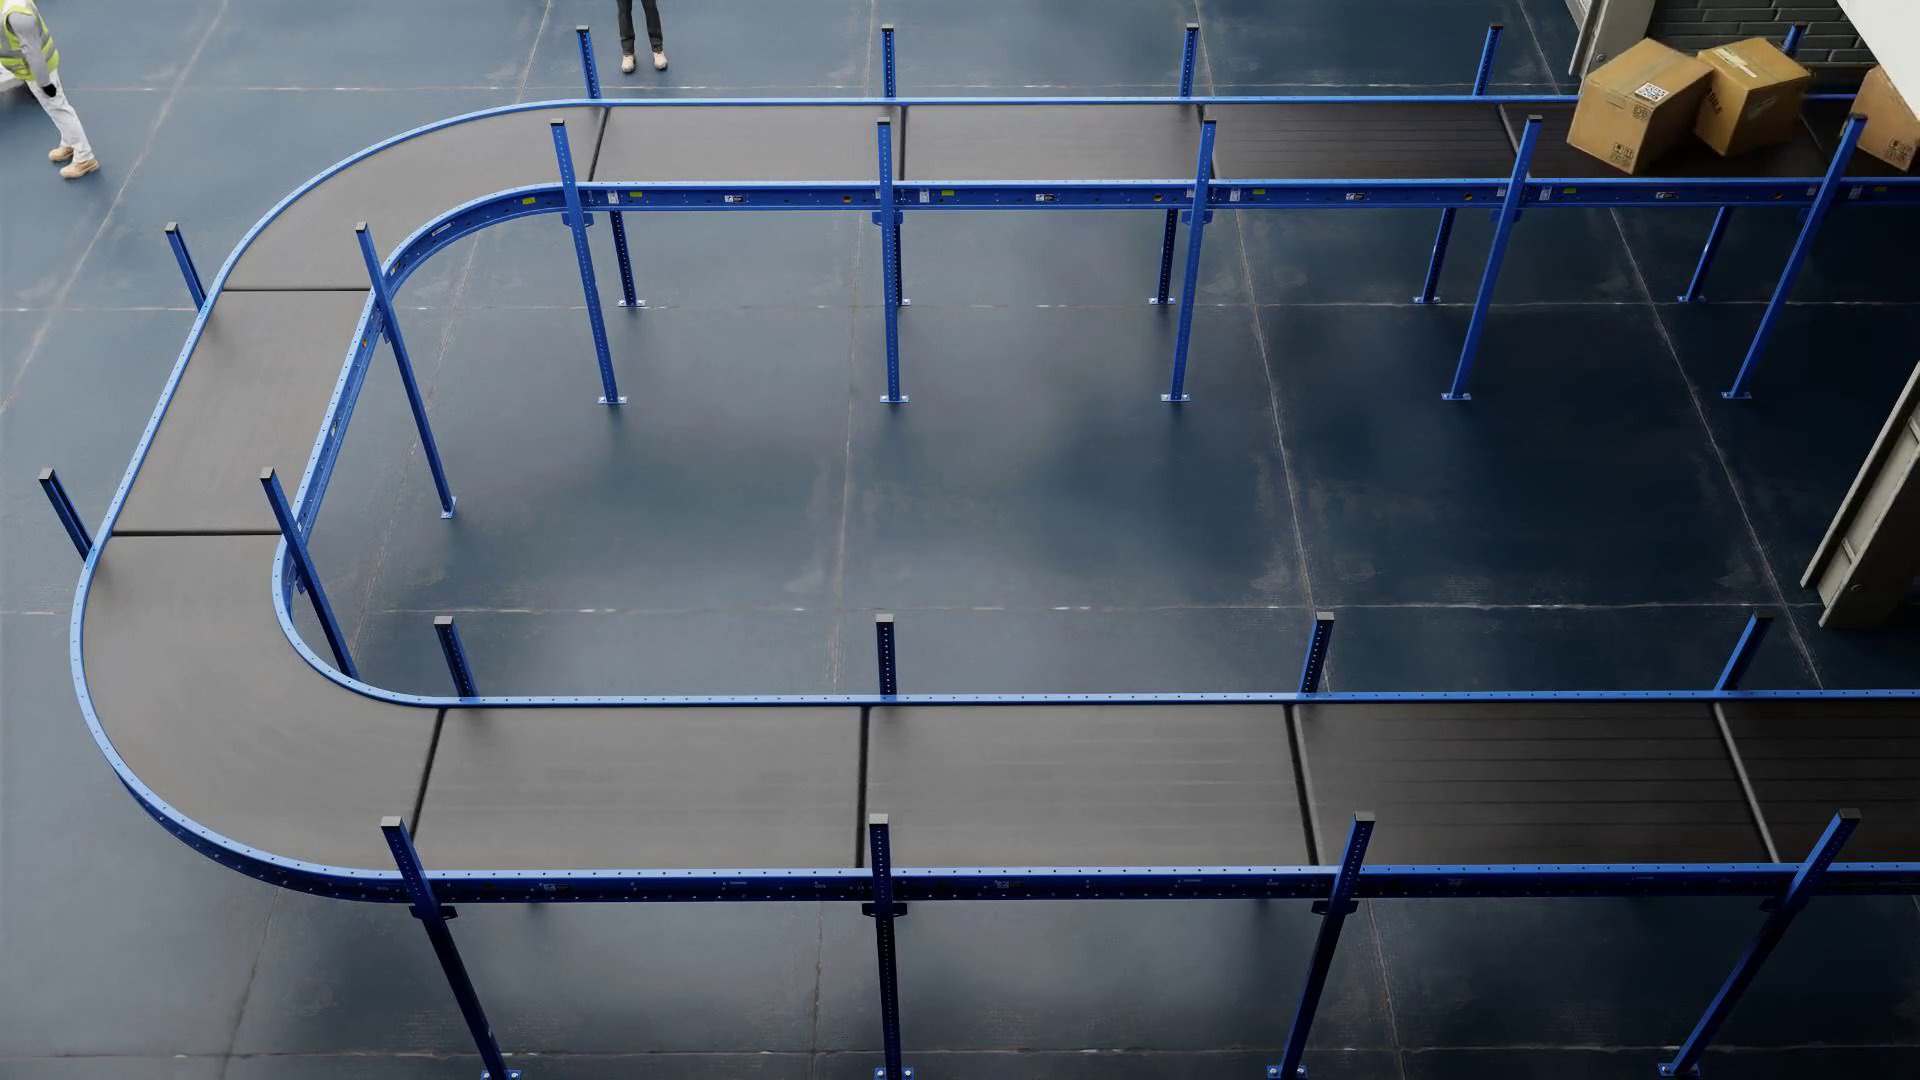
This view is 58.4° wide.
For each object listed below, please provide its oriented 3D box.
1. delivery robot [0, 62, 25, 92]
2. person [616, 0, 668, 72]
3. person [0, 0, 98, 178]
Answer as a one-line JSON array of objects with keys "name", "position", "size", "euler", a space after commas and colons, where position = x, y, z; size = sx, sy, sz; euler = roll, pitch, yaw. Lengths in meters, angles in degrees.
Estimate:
[{"name": "delivery robot", "position": [-8.188, -4.028, 14.610], "size": [0.477, 0.478, 0.707], "euler": [35, 56, 28]}, {"name": "person", "position": [-2.776, -4.856, 14.552], "size": [0.506, 1.842, 0.346], "euler": [-7, 47, -6]}, {"name": "person", "position": [-7.299, -3.732, 13.511], "size": [0.429, 1.837, 0.631], "euler": [-26, 52, -22]}]
